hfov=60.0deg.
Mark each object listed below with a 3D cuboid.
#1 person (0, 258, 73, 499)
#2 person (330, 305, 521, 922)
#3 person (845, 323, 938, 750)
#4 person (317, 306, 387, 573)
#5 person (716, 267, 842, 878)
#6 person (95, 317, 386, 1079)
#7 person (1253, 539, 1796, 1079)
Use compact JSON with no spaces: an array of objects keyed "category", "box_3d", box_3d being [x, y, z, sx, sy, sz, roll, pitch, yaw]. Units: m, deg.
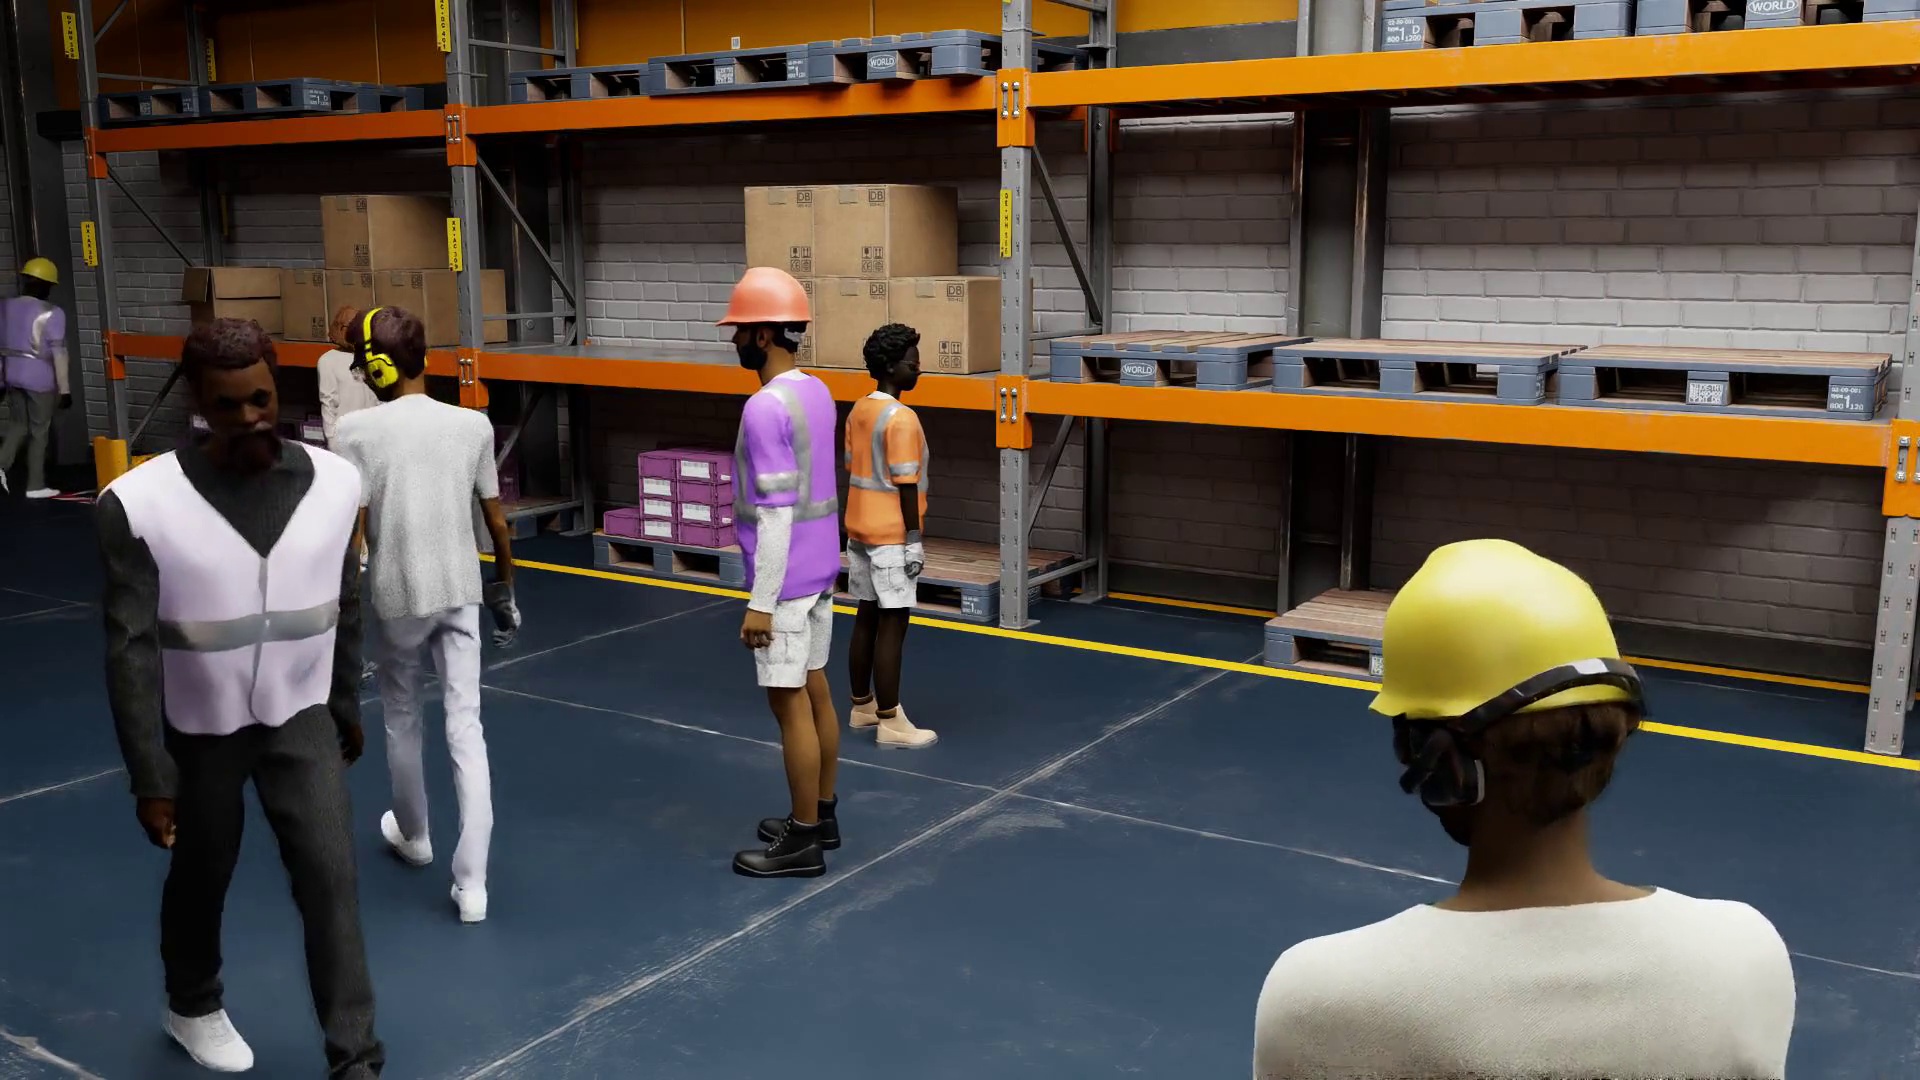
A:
[{"category":"person","box_3d":[-7.209,-1.228,12.873,0.636,1.889,0.607,2,10,12]},{"category":"person","box_3d":[-1.657,0.198,5.135,0.613,1.815,0.921,-6,12,-32]},{"category":"person","box_3d":[-0.287,-0.019,6.677,0.318,1.698,0.539,-5,11,-26]},{"category":"person","box_3d":[-3.701,-0.615,10.197,0.282,1.625,0.492,5,11,27]},{"category":"person","box_3d":[-0.576,0.113,5.292,0.379,1.937,0.547,2,10,13]},{"category":"person","box_3d":[-1.599,0.431,3.772,0.623,1.856,1.075,-10,14,-43]},{"category":"person","box_3d":[0.512,0.871,1.611,0.538,1.750,0.354,-1,10,-7]}]
